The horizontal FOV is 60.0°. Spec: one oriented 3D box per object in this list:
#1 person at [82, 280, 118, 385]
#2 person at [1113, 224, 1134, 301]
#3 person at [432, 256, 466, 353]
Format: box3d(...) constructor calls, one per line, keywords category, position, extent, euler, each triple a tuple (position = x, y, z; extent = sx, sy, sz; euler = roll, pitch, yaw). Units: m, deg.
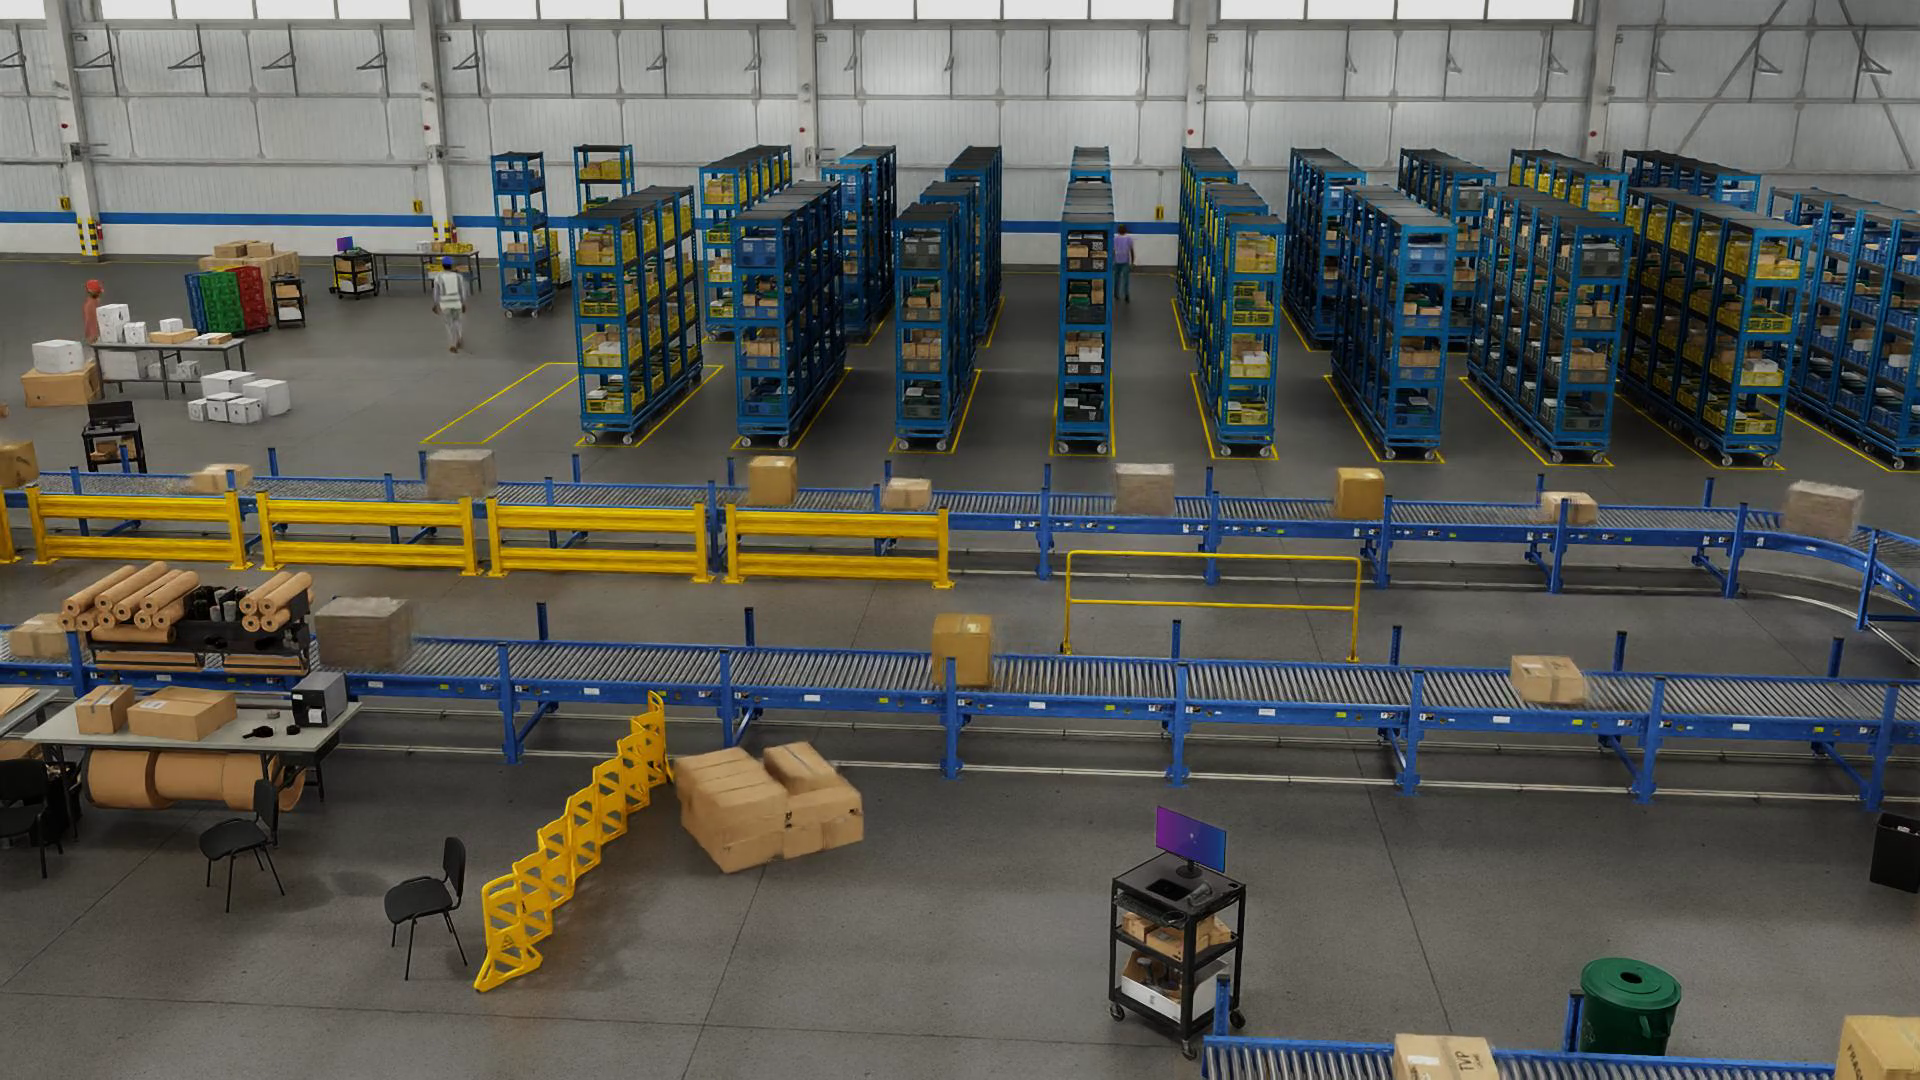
box3d(category="person", position=(-15.827, -3.782, 30.358), extent=(0.672, 1.957, 0.625), euler=(-1, 18, -3))
box3d(category="person", position=(3.860, -6.605, 39.584), extent=(0.583, 1.813, 0.867), euler=(0, 17, -2))
box3d(category="person", position=(-10.302, -4.751, 33.475), extent=(0.622, 1.919, 0.668), euler=(-13, 22, -35))
